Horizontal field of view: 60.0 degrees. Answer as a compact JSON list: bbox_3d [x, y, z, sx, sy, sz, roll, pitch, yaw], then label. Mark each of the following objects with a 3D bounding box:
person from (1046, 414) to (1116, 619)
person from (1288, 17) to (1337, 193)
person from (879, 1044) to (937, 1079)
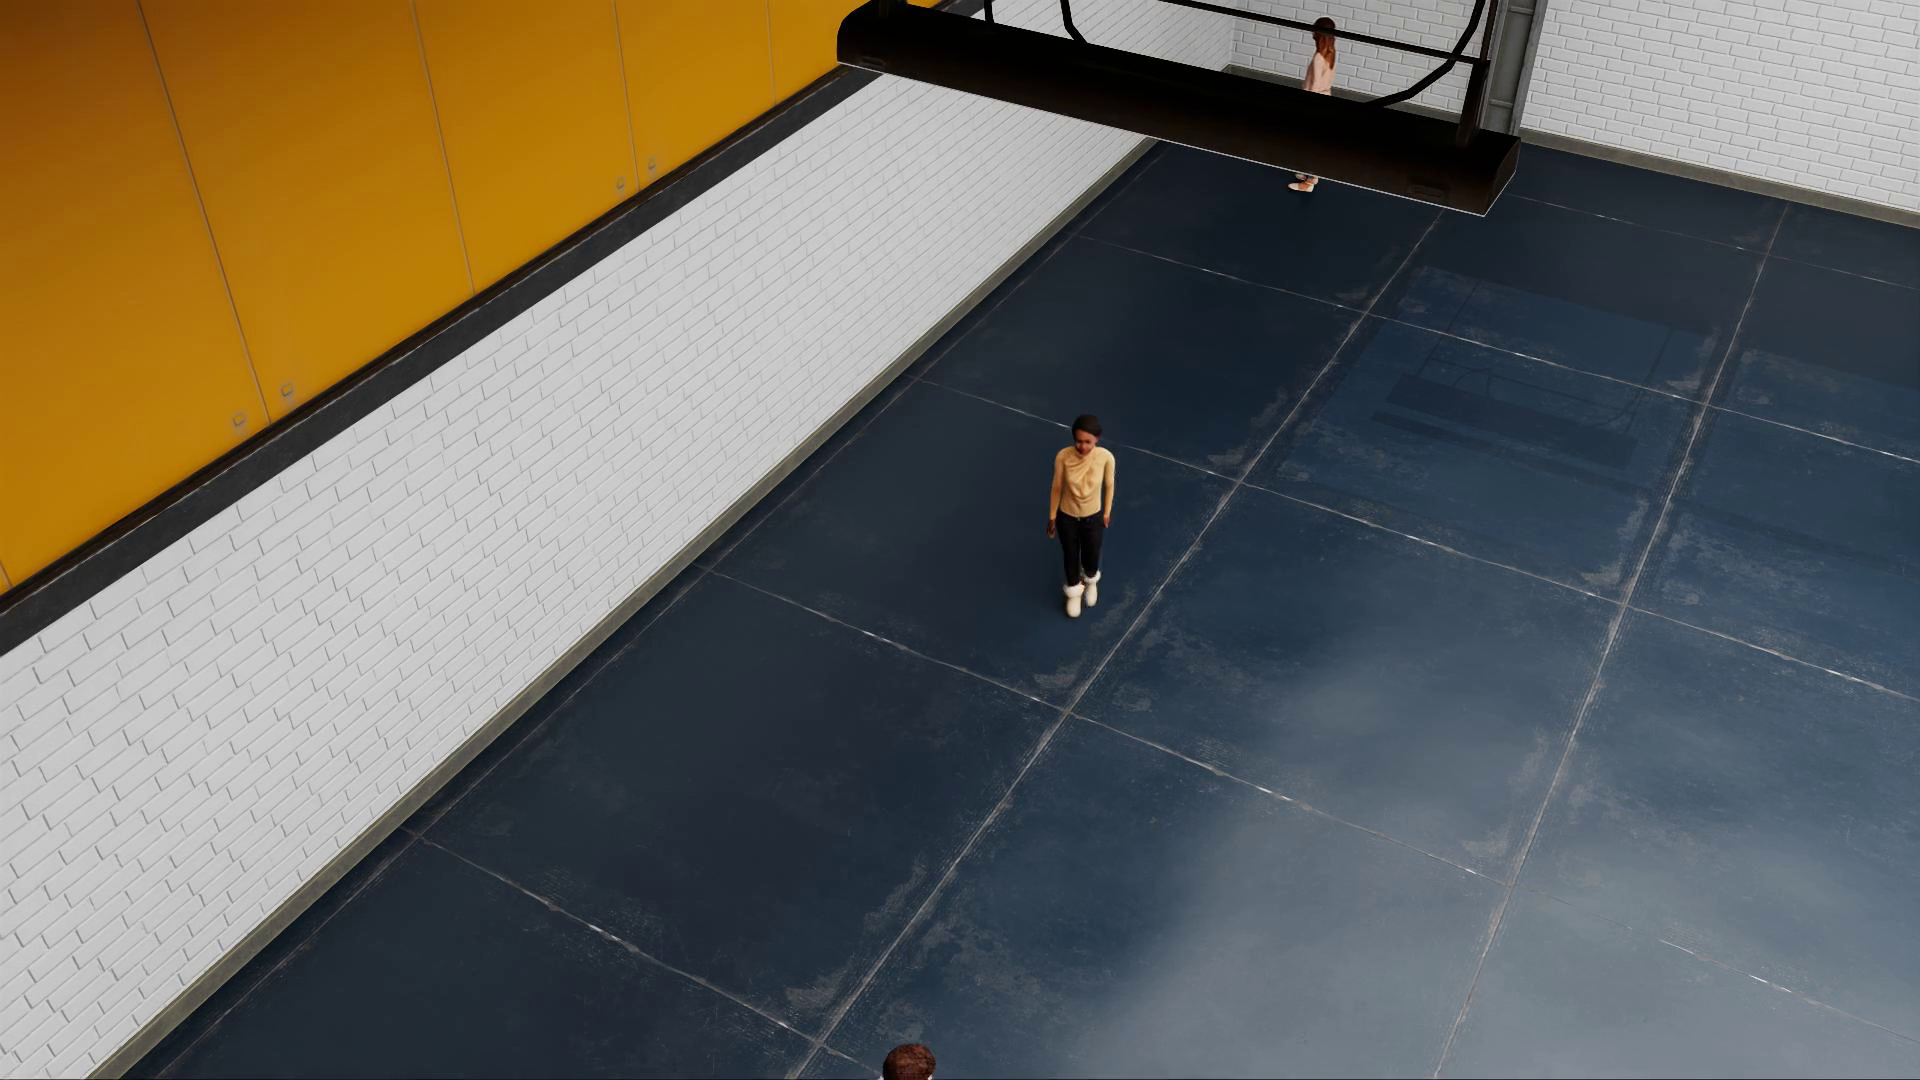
[{"bbox_3d":[0.841,-0.210,11.589,0.661,1.649,0.749,5,39,6],"label":"person"},{"bbox_3d":[3.578,-4.357,16.668,0.511,1.792,0.583,19,43,23],"label":"person"},{"bbox_3d":[-0.324,2.914,7.685,0.889,1.640,0.861,-17,42,-20],"label":"person"}]
